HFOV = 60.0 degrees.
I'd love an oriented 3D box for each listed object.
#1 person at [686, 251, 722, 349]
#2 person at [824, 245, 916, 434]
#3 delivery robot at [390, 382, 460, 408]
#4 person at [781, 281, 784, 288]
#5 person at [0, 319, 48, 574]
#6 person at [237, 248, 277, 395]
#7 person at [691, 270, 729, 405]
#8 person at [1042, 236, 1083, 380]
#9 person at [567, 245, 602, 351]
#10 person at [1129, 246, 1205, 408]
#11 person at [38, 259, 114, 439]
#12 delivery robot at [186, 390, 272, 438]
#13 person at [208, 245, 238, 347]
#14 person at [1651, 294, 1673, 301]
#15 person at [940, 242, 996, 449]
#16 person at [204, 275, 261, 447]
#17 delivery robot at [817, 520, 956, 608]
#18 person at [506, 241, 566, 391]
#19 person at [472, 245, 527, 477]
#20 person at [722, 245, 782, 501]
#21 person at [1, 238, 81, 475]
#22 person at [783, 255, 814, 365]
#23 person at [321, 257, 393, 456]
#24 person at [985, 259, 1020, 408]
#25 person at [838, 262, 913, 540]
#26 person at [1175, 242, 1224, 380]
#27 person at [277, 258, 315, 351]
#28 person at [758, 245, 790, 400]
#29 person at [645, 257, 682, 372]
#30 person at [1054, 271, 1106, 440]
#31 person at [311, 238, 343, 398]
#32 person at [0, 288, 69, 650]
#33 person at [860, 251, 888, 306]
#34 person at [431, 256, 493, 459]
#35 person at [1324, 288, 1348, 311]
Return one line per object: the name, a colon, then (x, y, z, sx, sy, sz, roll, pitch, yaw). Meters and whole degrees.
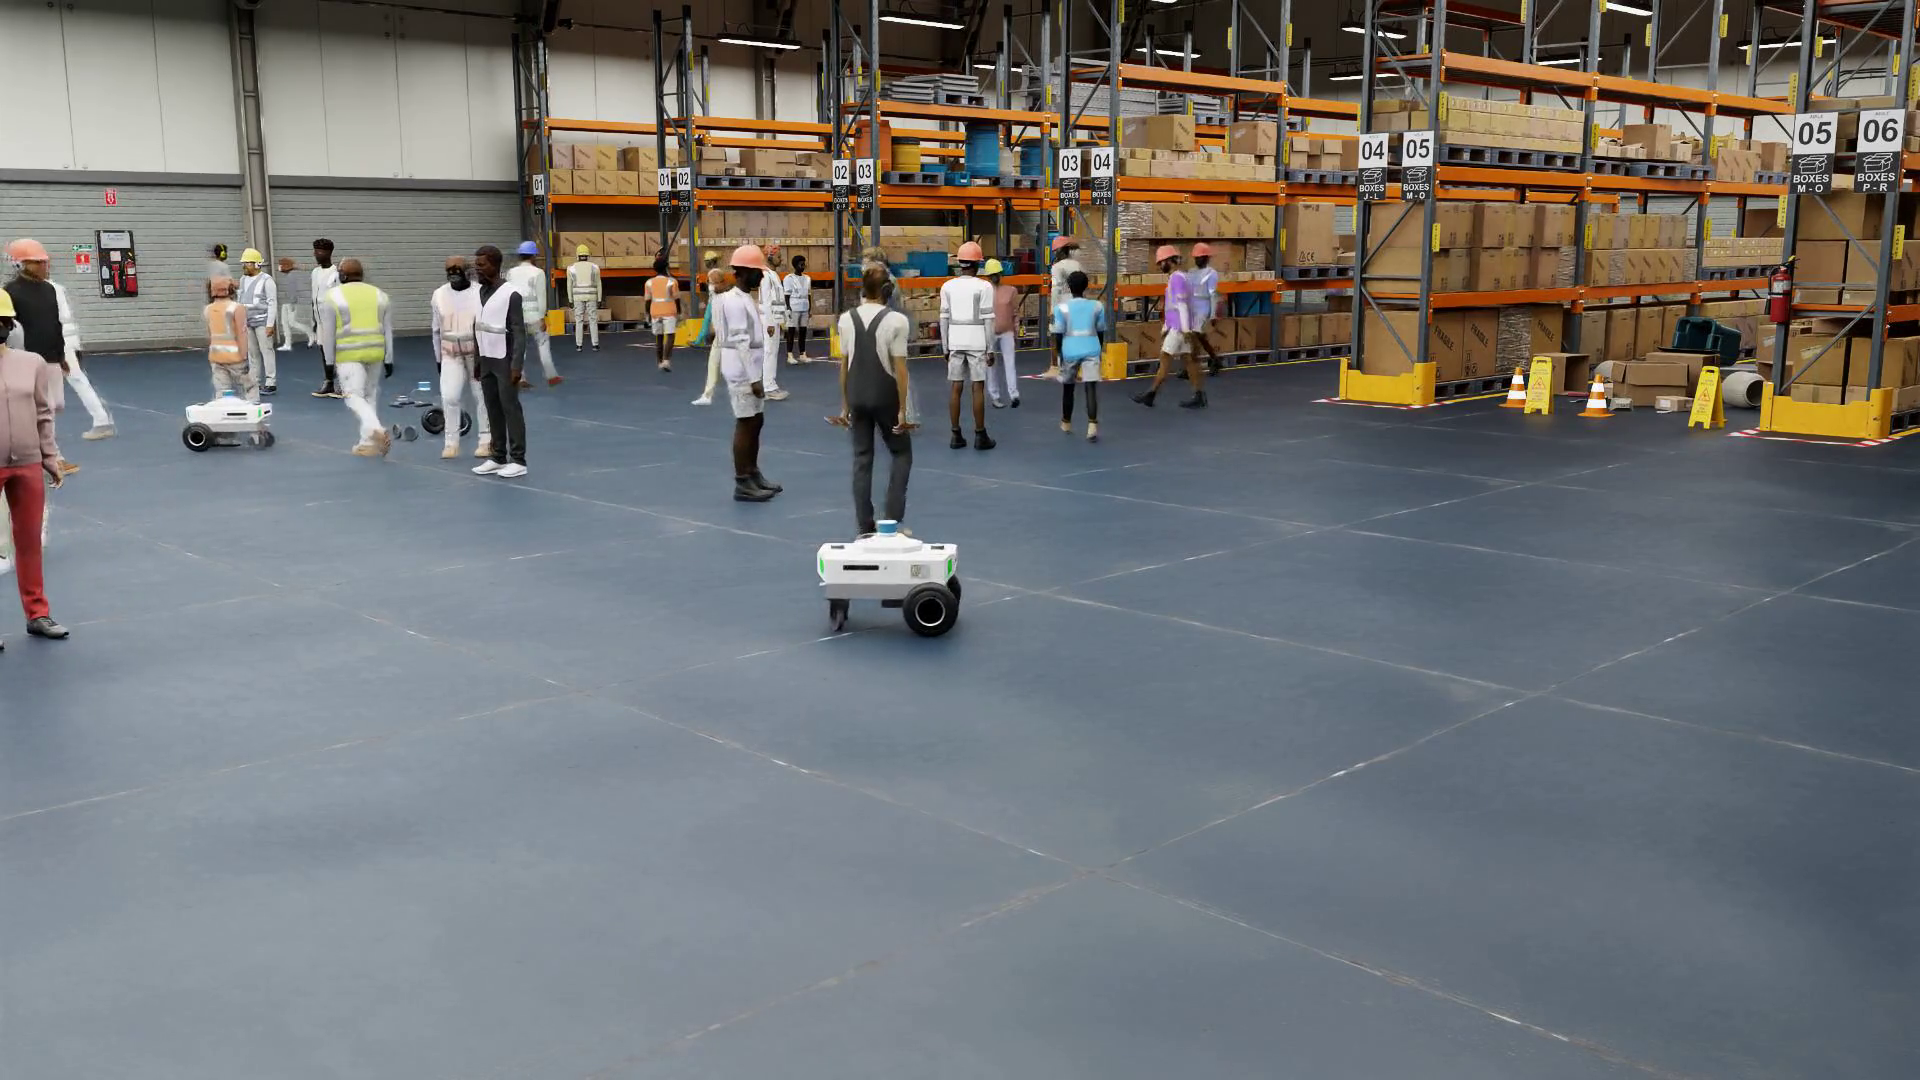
person: (-4.294, -4.142, 28.908, 0.939, 1.712, 0.517, 3, 11, 18)
person: (-0.891, -1.984, 16.654, 1.006, 1.887, 0.649, -2, 11, -9)
delivery robot: (-5.345, -1.464, 16.615, 0.335, 0.223, 0.698, 8, 13, 36)
person: (-3.455, -5.225, 34.034, 0.536, 2.000, 0.688, -8, 13, -38)
person: (-5.824, -0.745, 10.044, 0.517, 1.848, 0.749, 2, 11, 8)
person: (-8.907, -2.759, 21.037, 0.588, 1.833, 0.404, 5, 11, 25)
person: (-2.782, -2.398, 19.715, 0.757, 1.596, 0.547, -4, 11, -22)
person: (1.531, -3.214, 23.091, 0.886, 2.004, 0.670, 10, 15, 44)
person: (-6.529, -4.214, 28.962, 0.592, 1.837, 0.404, -2, 11, -11)
person: (2.435, -2.469, 19.350, 0.953, 1.869, 0.619, 1, 10, 6)
person: (-8.958, -1.906, 16.428, 1.063, 1.812, 0.614, -3, 11, -13)
delivery robot: (-6.919, -1.178, 15.758, 0.707, 0.478, 0.477, -1, 11, -5)
person: (-12.926, -4.280, 29.353, 0.551, 1.827, 0.942, 7, 13, 35)
person: (12.837, -4.357, 30.421, 0.841, 1.589, 0.512, -6, 12, -29)
person: (0.085, -1.838, 15.730, 0.544, 1.939, 0.372, 5, 12, 26)
person: (-6.909, -1.708, 15.882, 0.532, 1.609, 0.681, 4, 11, 22)
delivery robot: (-0.376, 0.140, 8.577, 0.707, 0.478, 0.477, 0, 10, 2)
person: (-5.532, -2.914, 21.654, 0.644, 1.909, 0.909, 4, 11, 23)
person: (-3.858, -1.499, 13.937, 0.597, 1.916, 0.371, 8, 13, 37)
person: (-1.605, -1.266, 12.646, 0.391, 1.931, 0.561, 1, 10, 5)
person: (-7.866, -1.548, 14.033, 0.726, 1.979, 0.610, 1, 10, 6)
person: (-2.520, -3.601, 26.008, 0.554, 1.694, 0.319, -10, 14, -43)
person: (-5.379, -1.639, 14.997, 0.751, 1.810, 0.639, 10, 14, 42)
person: (0.453, -2.354, 19.133, 0.540, 1.715, 0.879, -1, 10, -7)
person: (-0.535, -0.868, 10.741, 0.526, 1.830, 0.507, 4, 11, 19)
person: (3.436, -3.248, 23.508, 0.926, 1.909, 0.541, -6, 12, -30)
person: (-11.692, -4.132, 29.125, 0.506, 1.610, 0.549, 10, 14, 44)
person: (-2.300, -2.679, 20.469, 0.355, 1.882, 0.576, 0, 10, 2)
person: (-4.401, -3.335, 24.626, 0.557, 1.705, 0.493, 2, 11, 13)
person: (1.192, -1.834, 16.499, 0.546, 1.652, 0.893, -1, 10, -6)
person: (-7.820, -2.749, 20.620, 0.607, 1.966, 0.367, 6, 12, 28)
person: (-4.682, -0.364, 8.160, 0.314, 1.769, 0.523, 7, 12, 33)
person: (-1.327, -3.671, 26.191, 0.902, 1.765, 0.598, 2, 11, 13)
person: (-4.445, -1.625, 14.914, 0.655, 1.813, 0.744, 0, 10, 1)
person: (7.090, -4.702, 31.444, 0.804, 1.905, 0.595, -9, 14, -41)
